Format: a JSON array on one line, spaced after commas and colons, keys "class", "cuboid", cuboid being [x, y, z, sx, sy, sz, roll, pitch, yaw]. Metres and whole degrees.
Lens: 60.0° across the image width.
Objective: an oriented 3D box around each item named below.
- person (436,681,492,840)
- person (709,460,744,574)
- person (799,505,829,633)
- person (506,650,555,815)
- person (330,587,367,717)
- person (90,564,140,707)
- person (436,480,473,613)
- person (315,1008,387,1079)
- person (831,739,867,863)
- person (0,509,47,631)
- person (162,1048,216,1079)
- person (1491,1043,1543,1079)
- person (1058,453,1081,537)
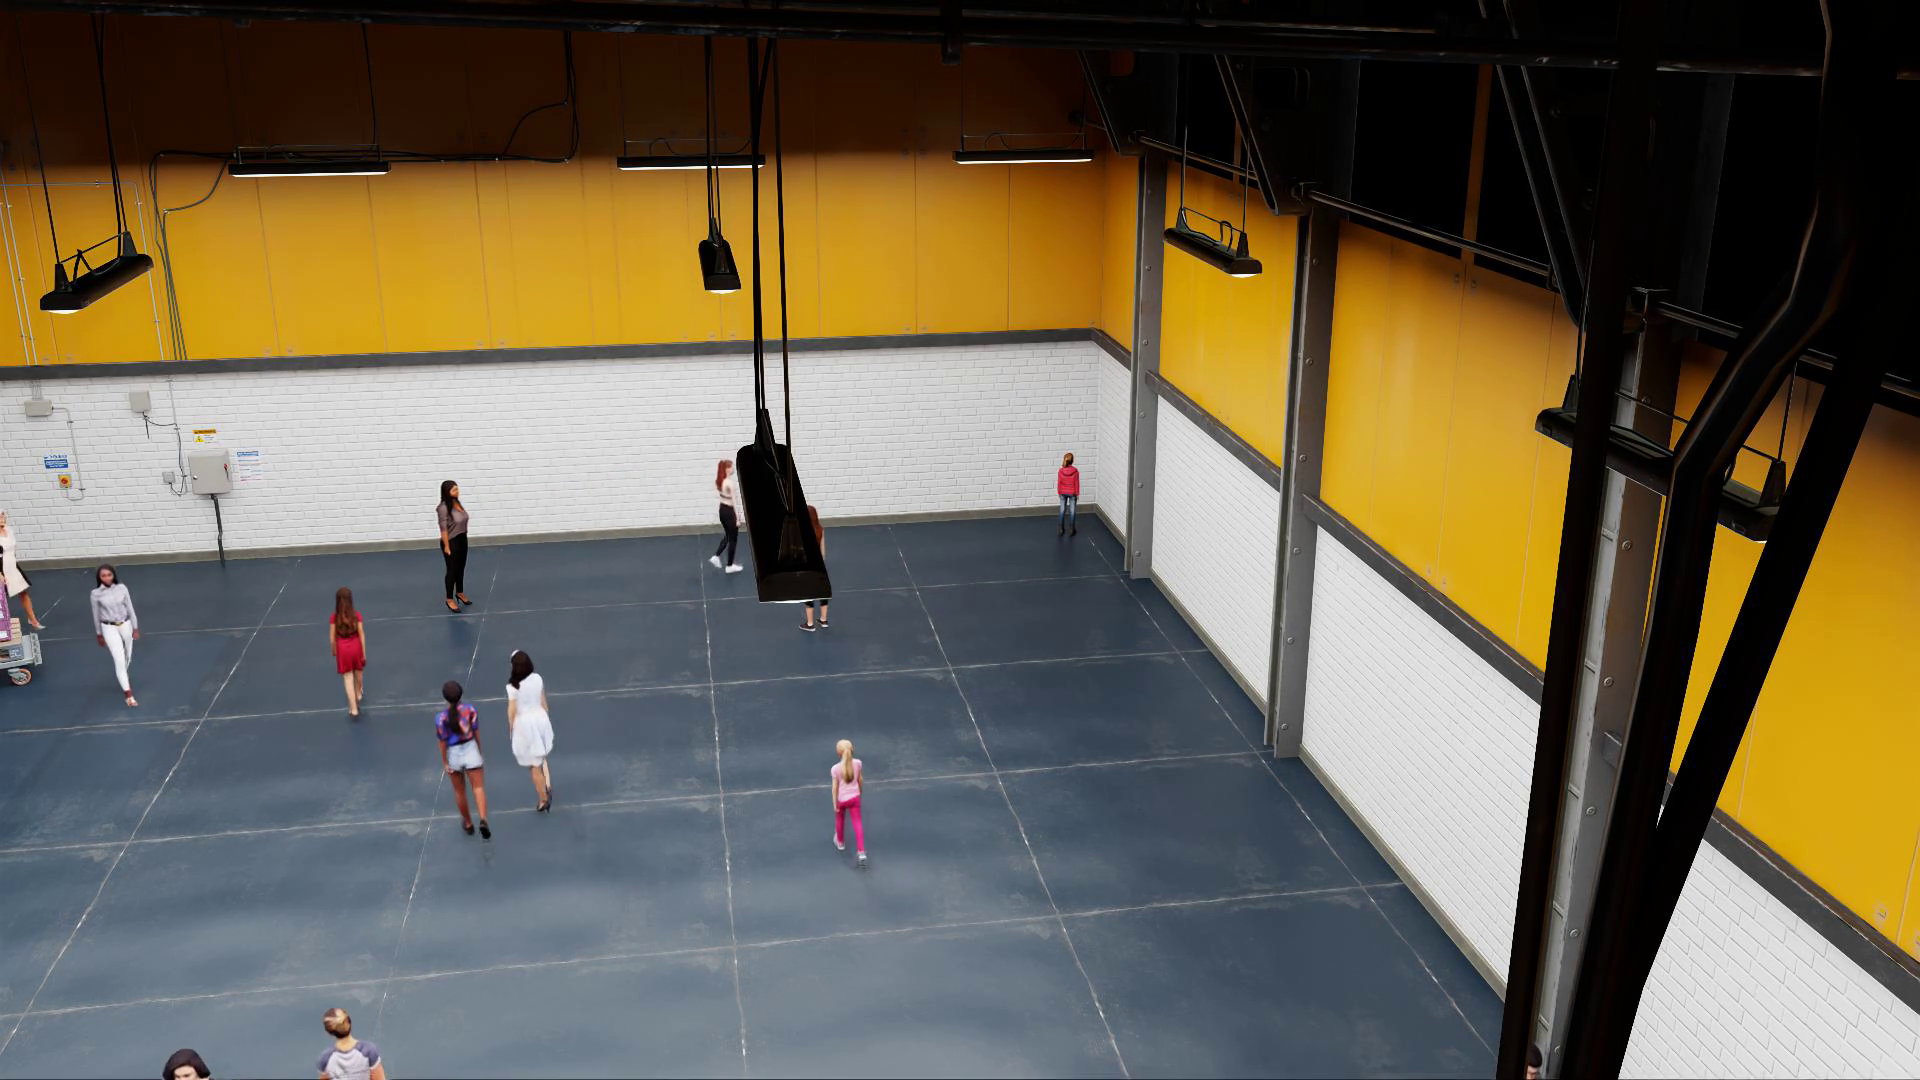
[{"class": "person", "cuboid": [-4.934, 2.235, 16.579, 0.765, 1.726, 1.007, -8, 20, -22]}, {"class": "person", "cuboid": [-3.447, -0.319, 24.154, 0.828, 1.732, 0.804, -13, 23, -35]}, {"class": "person", "cuboid": [-1.962, 0.361, 22.145, 0.647, 1.726, 0.662, -15, 24, -38]}, {"class": "person", "cuboid": [-4.359, 2.022, 17.095, 0.956, 1.801, 0.882, 17, 25, 42]}, {"class": "person", "cuboid": [-7.192, 1.342, 19.564, 0.696, 1.513, 1.087, -7, 20, -20]}, {"class": "person", "cuboid": [-10.144, 1.102, 20.007, 0.971, 1.685, 1.229, -14, 23, -36]}, {"class": "person", "cuboid": [-6.967, 0.059, 22.861, 0.793, 1.841, 0.676, 5, 19, 14]}, {"class": "person", "cuboid": [-4.134, 3.995, 11.543, 0.694, 1.605, 0.657, -5, 19, -15]}, {"class": "person", "cuboid": [-1.071, 2.562, 16.339, 0.584, 1.259, 0.922, -6, 20, -18]}, {"class": "person", "cuboid": [-12.696, 0.418, 21.966, 0.924, 1.731, 0.933, 6, 20, 18]}, {"class": "person", "cuboid": [-4.934, 4.084, 11.000, 0.646, 1.782, 0.877, -1, 19, -2]}, {"class": "person", "cuboid": [3.567, 4.075, 10.864, 0.650, 1.887, 0.571, -4, 19, -12]}, {"class": "person", "cuboid": [1.698, -0.720, 25.997, 0.575, 1.316, 0.601, 6, 19, 16]}]
